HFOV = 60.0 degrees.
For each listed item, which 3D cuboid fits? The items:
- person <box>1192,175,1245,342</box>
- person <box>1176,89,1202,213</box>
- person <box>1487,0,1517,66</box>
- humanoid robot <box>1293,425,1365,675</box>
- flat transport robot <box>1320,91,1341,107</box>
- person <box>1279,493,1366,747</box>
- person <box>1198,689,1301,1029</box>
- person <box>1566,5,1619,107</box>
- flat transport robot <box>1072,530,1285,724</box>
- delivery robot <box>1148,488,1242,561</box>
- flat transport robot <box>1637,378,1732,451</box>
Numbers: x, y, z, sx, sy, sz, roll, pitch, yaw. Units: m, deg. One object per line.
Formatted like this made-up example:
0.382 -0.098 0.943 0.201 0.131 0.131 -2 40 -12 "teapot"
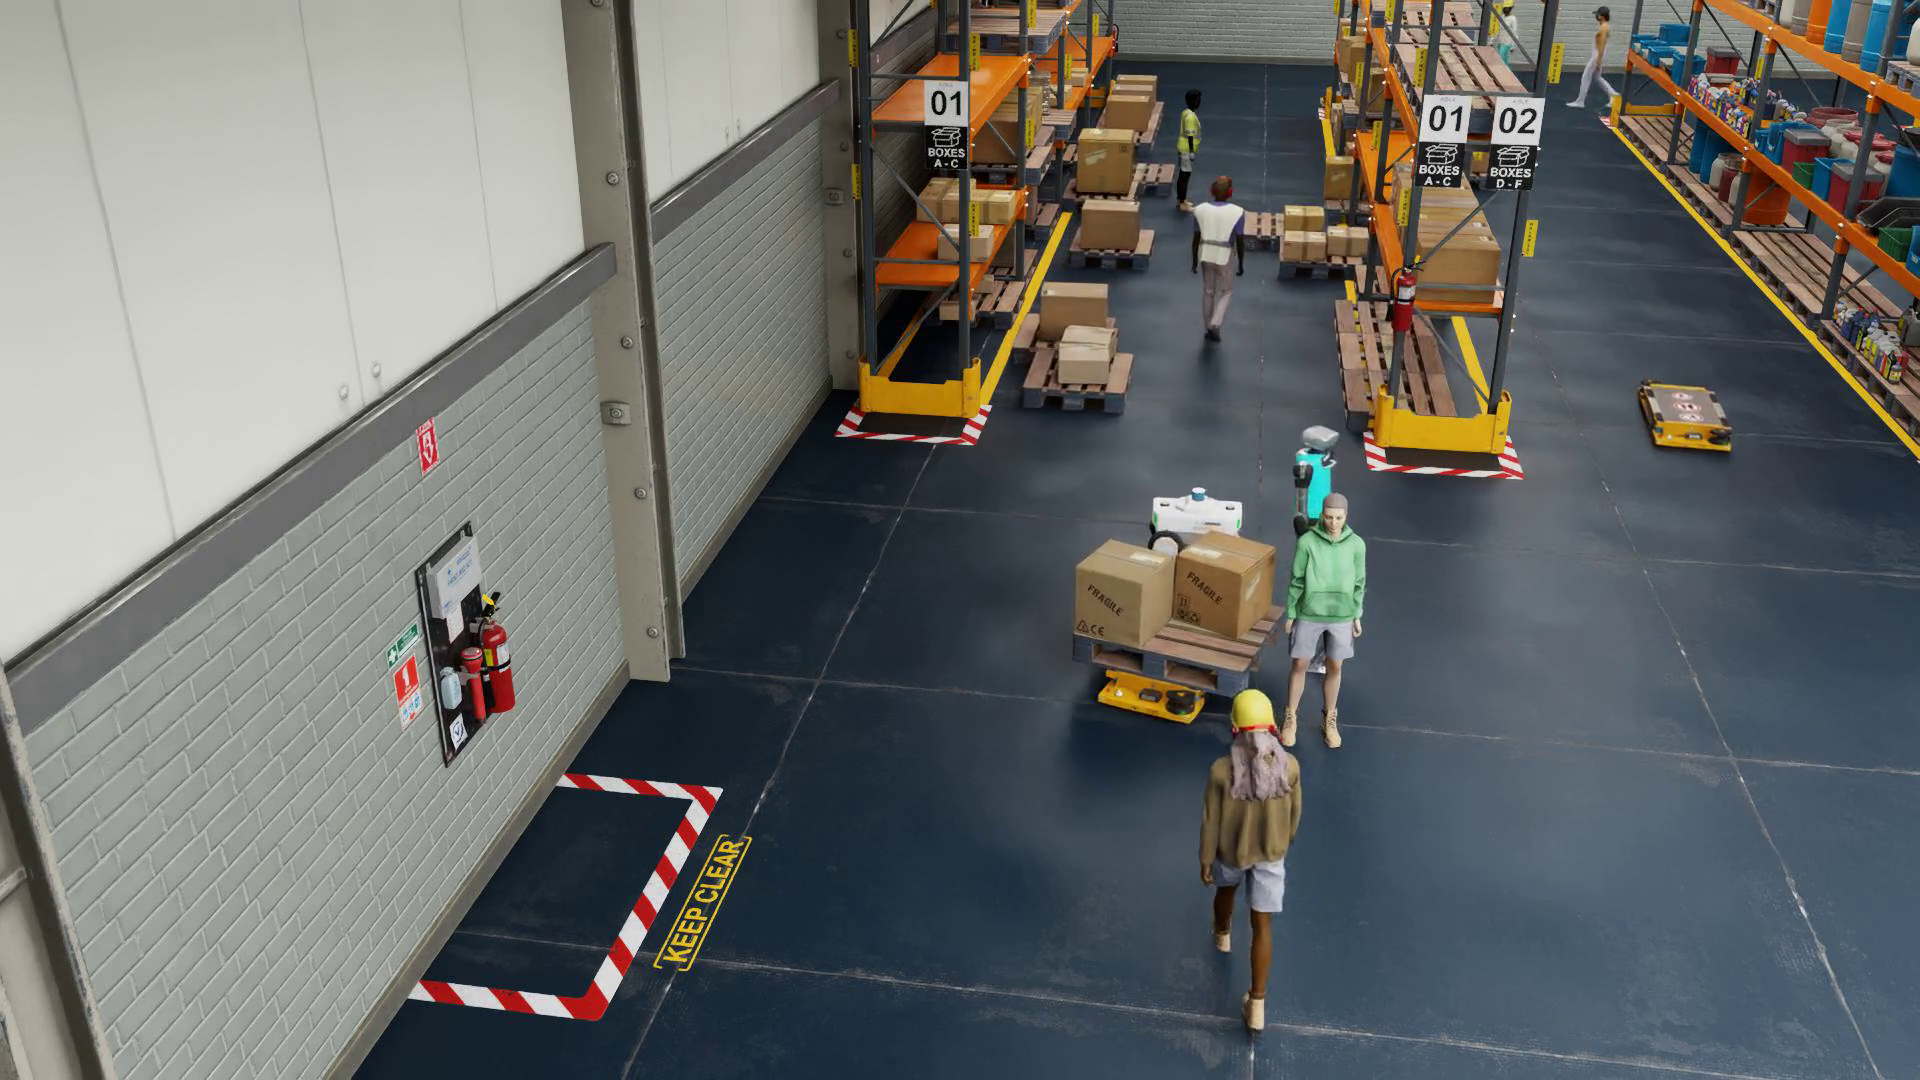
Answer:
2.772 -3.013 17.958 0.572 1.828 0.579 12 28 24 "person"
3.219 -5.483 23.410 0.320 1.692 0.531 0 25 0 "person"
10.348 -9.499 31.951 0.768 1.738 0.527 -4 25 -9 "person"
2.556 0.133 11.376 0.669 1.823 0.550 14 28 27 "humanoid robot"
7.405 -8.127 30.753 1.431 0.231 0.659 4 25 9 "flat transport robot"
2.301 0.502 10.543 0.481 1.741 0.337 2 25 4 "person"
1.457 1.545 8.352 0.517 1.717 0.933 2 25 5 "person"
11.697 -8.819 30.387 0.832 1.833 0.514 10 27 21 "person"
1.532 0.819 11.605 0.659 0.231 1.431 12 28 24 "flat transport robot"
1.873 -0.128 13.290 0.781 0.591 0.499 3 25 7 "delivery robot"
6.928 -1.202 15.931 0.659 0.231 1.431 6 26 13 "flat transport robot"
